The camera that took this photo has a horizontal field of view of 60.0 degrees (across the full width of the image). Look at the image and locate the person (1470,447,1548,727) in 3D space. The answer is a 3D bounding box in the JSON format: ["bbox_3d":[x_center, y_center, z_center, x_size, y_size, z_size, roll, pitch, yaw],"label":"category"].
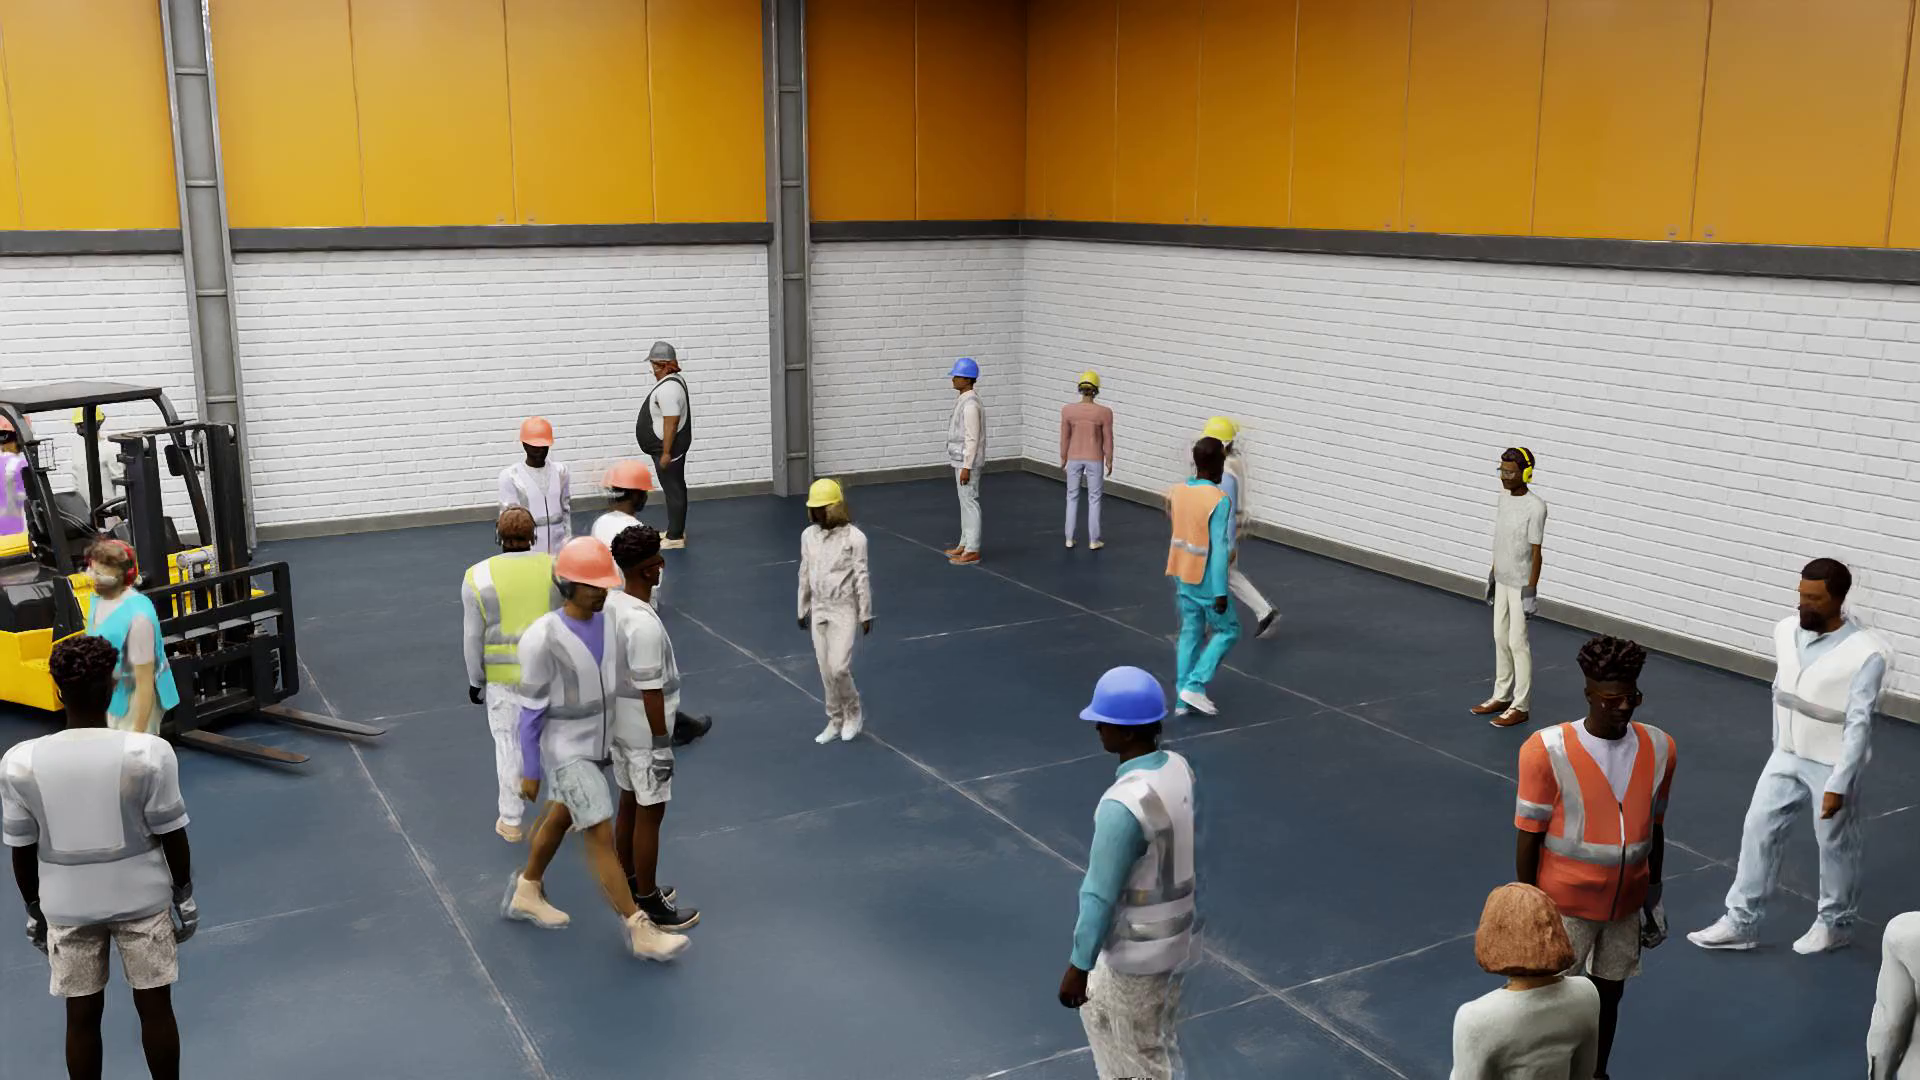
[{"bbox_3d":[3.639,0.302,10.985,0.334,1.860,0.509,-3,12,-14],"label":"person"}]

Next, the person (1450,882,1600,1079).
[{"bbox_3d":[1.569,1.756,4.713,0.502,1.627,0.272,-5,13,-23],"label":"person"}]

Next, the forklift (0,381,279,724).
[{"bbox_3d":[-5.853,0.085,11.199,2.313,2.155,1.214,7,14,28],"label":"forklift"}]

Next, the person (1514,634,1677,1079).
[{"bbox_3d":[2.305,1.294,6.073,0.608,1.965,0.365,-2,12,-11],"label":"person"}]

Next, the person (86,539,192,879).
[{"bbox_3d":[-4.151,0.879,8.370,0.385,1.822,0.607,-10,16,-40],"label":"person"}]

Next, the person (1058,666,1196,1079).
[{"bbox_3d":[0.563,1.377,5.787,0.612,1.926,0.616,4,13,20],"label":"person"}]

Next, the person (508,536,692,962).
[{"bbox_3d":[-1.729,0.943,7.693,1.096,1.981,0.630,6,14,27],"label":"person"}]

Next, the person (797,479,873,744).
[{"bbox_3d":[-0.819,0.459,10.533,0.512,1.726,0.391,8,14,32],"label":"person"}]

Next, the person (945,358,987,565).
[{"bbox_3d":[0.060,-0.744,15.661,0.379,1.951,0.605,-1,12,-6],"label":"person"}]

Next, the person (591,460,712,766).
[{"bbox_3d":[-2.046,0.445,10.279,0.556,1.870,1.038,11,16,42],"label":"person"}]

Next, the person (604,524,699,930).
[{"bbox_3d":[-1.513,0.891,7.958,0.361,1.965,0.613,-7,14,-28],"label":"person"}]

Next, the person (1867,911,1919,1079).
[{"bbox_3d":[3.011,1.633,4.975,0.563,1.755,0.323,4,13,18],"label":"person"}]

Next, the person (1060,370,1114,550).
[{"bbox_3d":[1.239,-0.777,16.277,0.532,1.758,0.344,3,12,15],"label":"person"}]

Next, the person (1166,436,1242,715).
[{"bbox_3d":[1.620,0.256,11.096,0.463,1.900,0.609,-6,13,-26],"label":"person"}]

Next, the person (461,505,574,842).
[{"bbox_3d":[-2.371,0.720,9.054,0.627,1.843,0.429,-5,13,-22],"label":"person"}]

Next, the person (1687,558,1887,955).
[{"bbox_3d":[3.784,1.016,7.541,0.891,1.882,0.609,-4,13,-19],"label":"person"}]

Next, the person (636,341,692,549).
[{"bbox_3d":[-2.910,-0.935,16.344,0.536,2.000,0.678,-1,12,-3],"label":"person"}]

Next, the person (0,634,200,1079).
[{"bbox_3d":[-3.096,1.299,6.048,0.606,1.966,0.367,-3,12,-12],"label":"person"}]

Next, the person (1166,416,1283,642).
[{"bbox_3d":[2.078,-0.073,12.877,0.826,1.802,0.588,3,12,14],"label":"person"}]

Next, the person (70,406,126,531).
[{"bbox_3d":[-7.203,-0.278,13.912,0.523,1.769,0.323,4,13,20],"label":"person"}]

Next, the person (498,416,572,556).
[{"bbox_3d":[-2.989,0.072,11.873,0.552,1.932,0.377,-11,16,-41],"label":"person"}]
